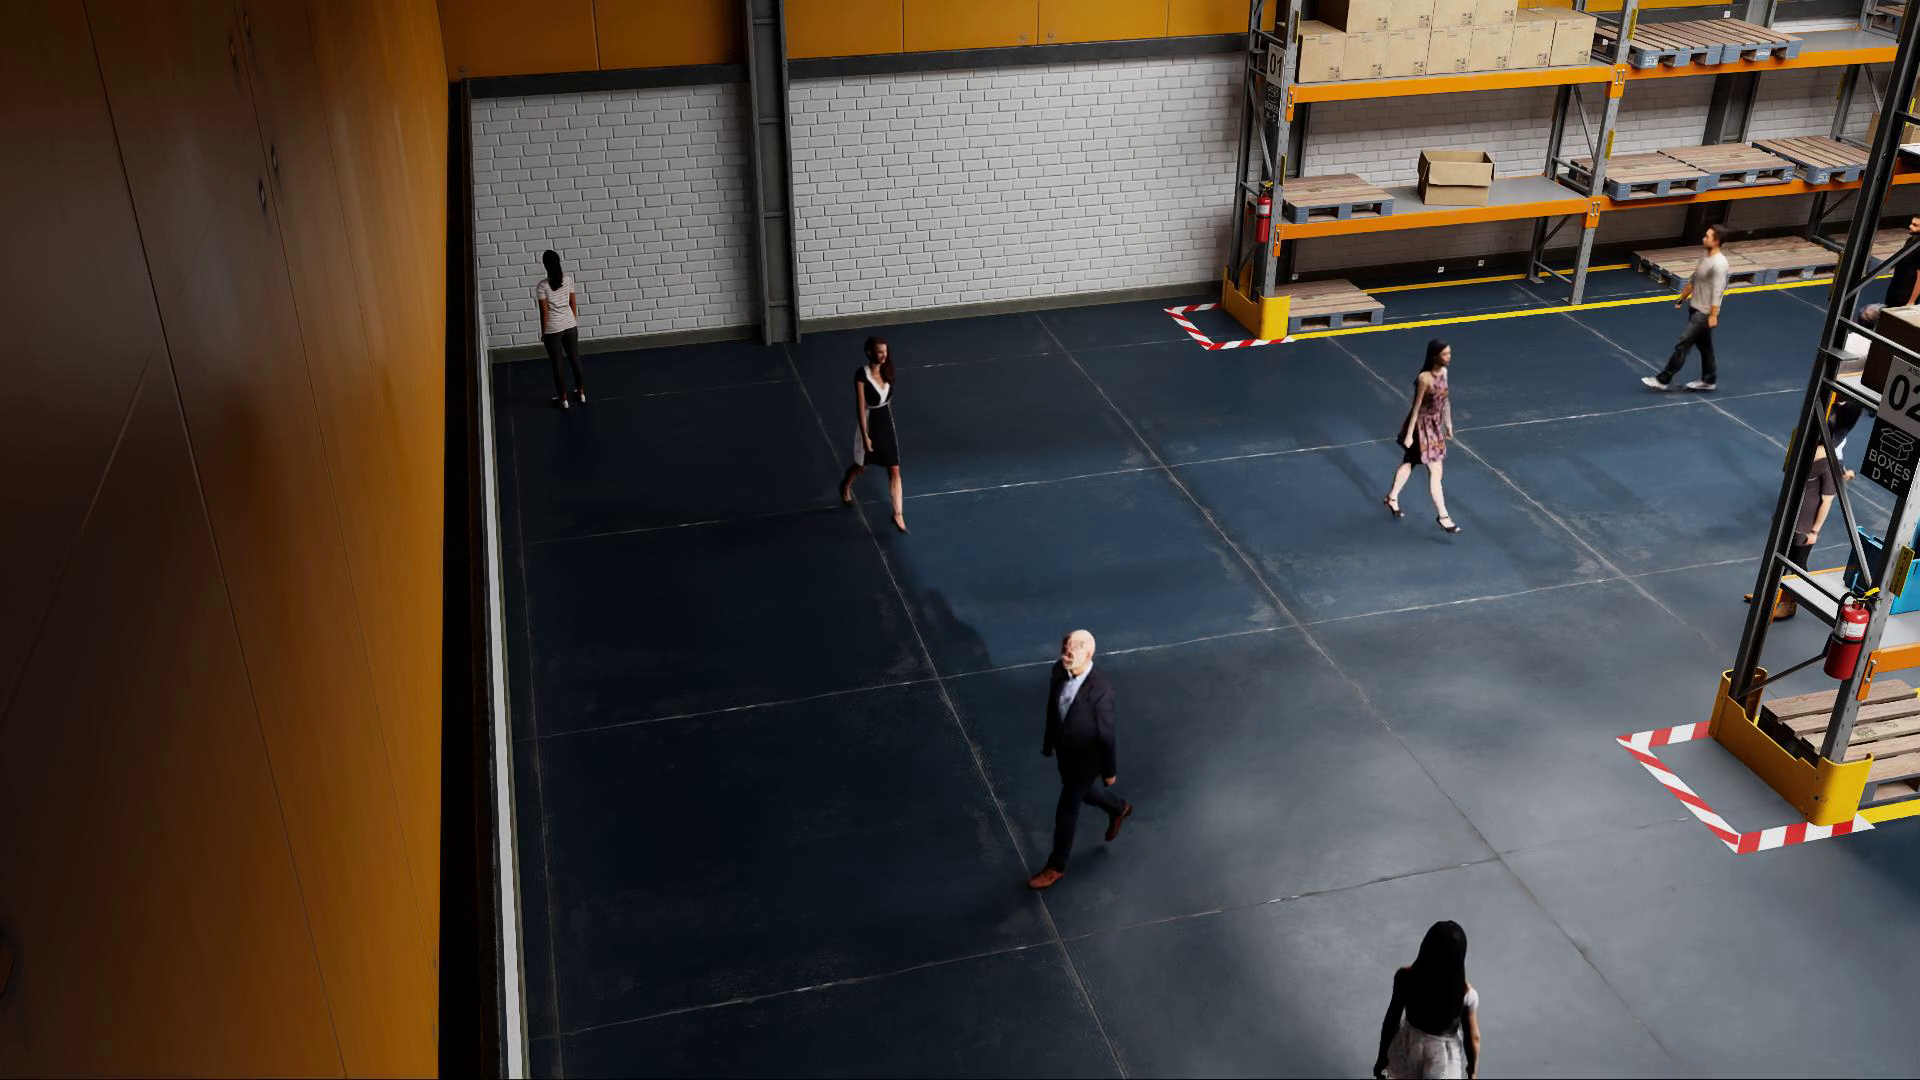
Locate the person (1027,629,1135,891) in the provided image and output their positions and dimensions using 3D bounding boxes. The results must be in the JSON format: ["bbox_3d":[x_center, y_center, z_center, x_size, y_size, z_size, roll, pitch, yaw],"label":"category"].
[{"bbox_3d":[0.808,1.307,10.368,1.252,1.772,0.979,-19,34,-30],"label":"person"}]

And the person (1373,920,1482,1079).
[{"bbox_3d":[2.203,2.633,7.998,1.160,1.713,1.226,16,32,27],"label":"person"}]

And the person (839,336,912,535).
[{"bbox_3d":[-0.813,-0.931,14.488,1.145,1.755,0.988,-22,36,-35],"label":"person"}]

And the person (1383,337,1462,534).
[{"bbox_3d":[3.967,-0.947,14.531,1.030,1.742,1.054,23,36,35],"label":"person"}]

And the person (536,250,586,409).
[{"bbox_3d":[-4.045,-2.145,16.827,0.602,1.646,0.709,-23,36,-36],"label":"person"}]

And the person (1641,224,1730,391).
[{"bbox_3d":[7.723,-2.344,17.053,1.115,1.778,0.908,4,29,7],"label":"person"}]

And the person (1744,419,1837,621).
[{"bbox_3d":[6.659,-0.190,13.173,0.553,1.714,0.639,-5,29,-9],"label":"person"}]
